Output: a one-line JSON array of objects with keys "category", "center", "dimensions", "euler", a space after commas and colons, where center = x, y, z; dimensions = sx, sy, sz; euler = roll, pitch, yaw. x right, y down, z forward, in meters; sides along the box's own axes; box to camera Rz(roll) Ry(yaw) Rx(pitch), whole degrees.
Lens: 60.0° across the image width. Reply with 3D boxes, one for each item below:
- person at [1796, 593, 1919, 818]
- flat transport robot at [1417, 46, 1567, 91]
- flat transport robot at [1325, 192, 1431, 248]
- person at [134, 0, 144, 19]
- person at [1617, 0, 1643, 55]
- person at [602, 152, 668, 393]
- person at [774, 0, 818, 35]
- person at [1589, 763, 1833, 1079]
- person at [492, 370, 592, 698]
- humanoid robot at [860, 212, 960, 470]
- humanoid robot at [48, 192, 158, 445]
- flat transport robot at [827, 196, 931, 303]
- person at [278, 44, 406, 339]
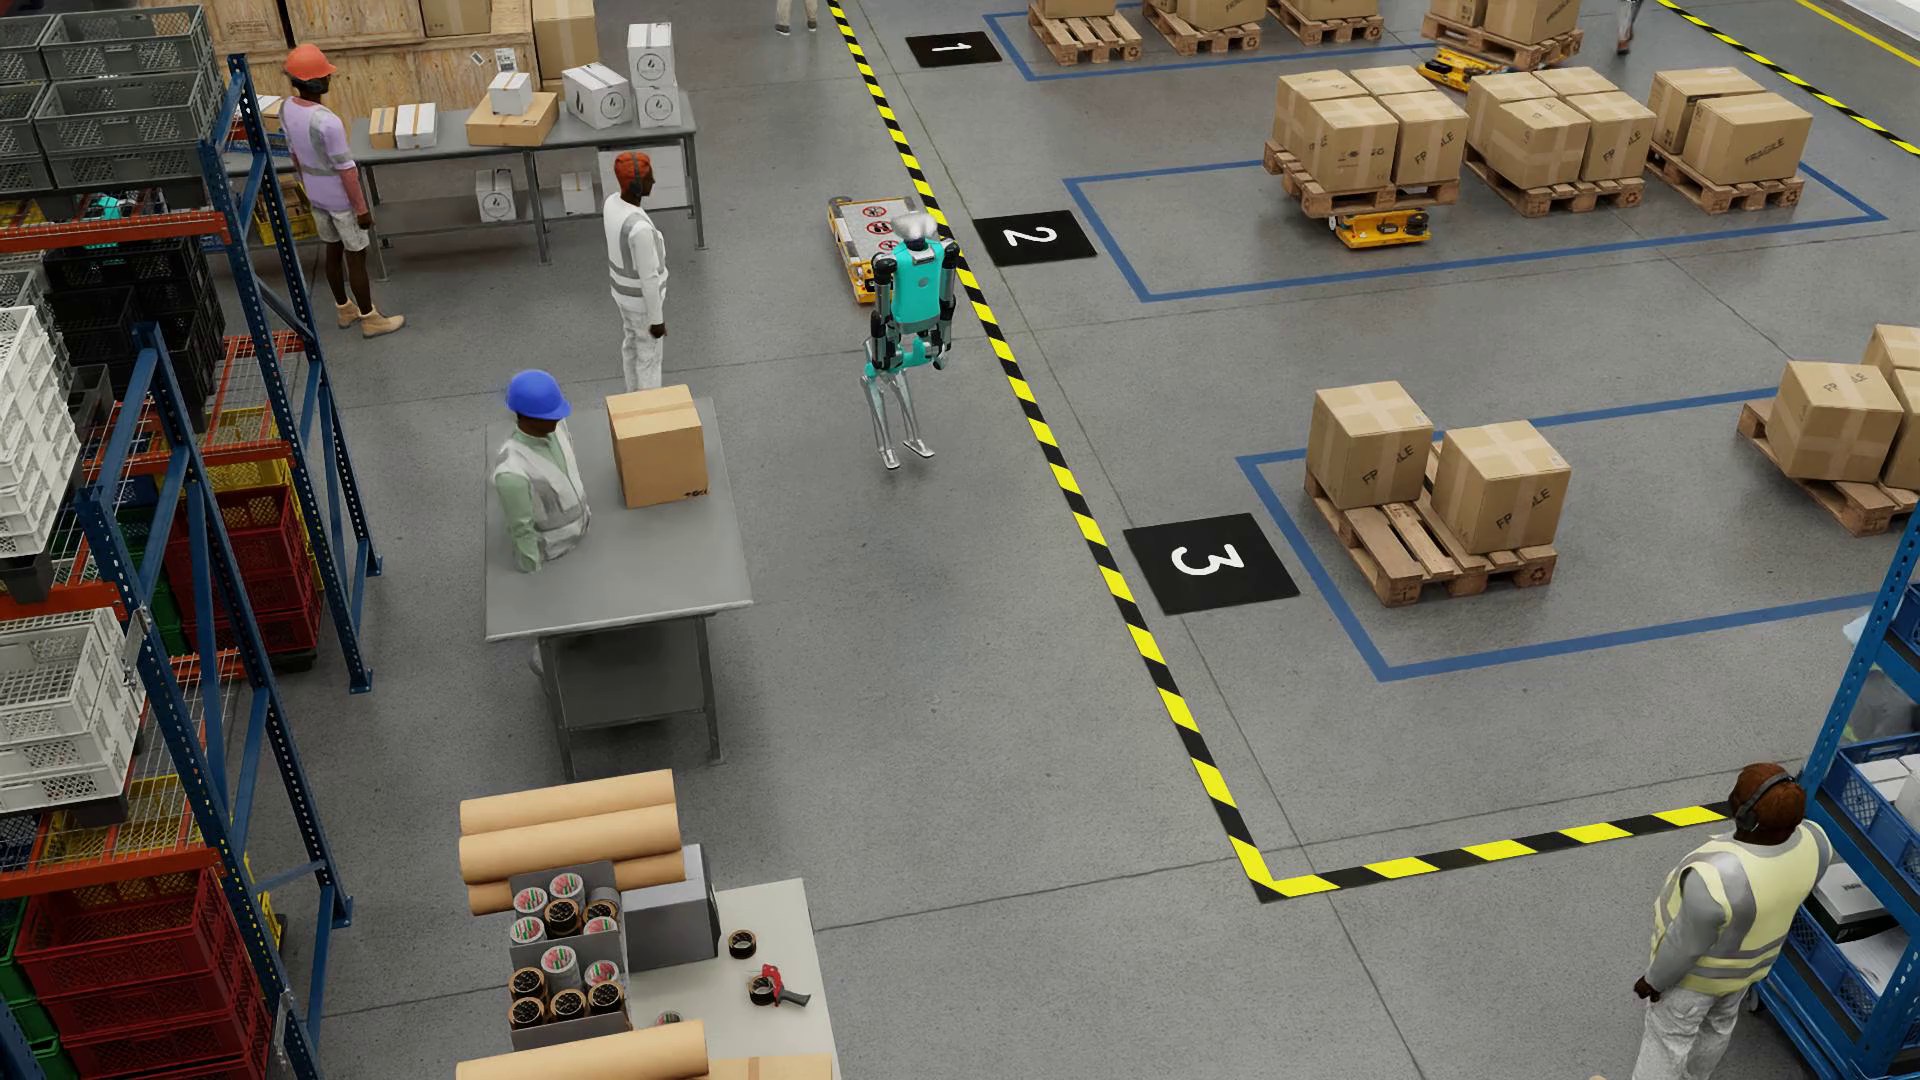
[{"category": "person", "center": [3.770, 0.932, 7.014], "dimensions": [0.964, 1.797, 0.613], "euler": [3, 37, 5]}, {"category": "flat transport robot", "center": [5.025, -4.552, 15.648], "dimensions": [1.431, 0.197, 0.652], "euler": [-26, 44, -30]}, {"category": "flat transport robot", "center": [3.134, -2.740, 13.213], "dimensions": [0.652, 0.197, 1.431], "euler": [-8, 37, -10]}, {"category": "person", "center": [-7.769, -5.823, 16.143], "dimensions": [1.000, 1.754, 0.594], "euler": [-5, 37, -7]}, {"category": "person", "center": [6.500, -5.545, 15.699], "dimensions": [0.603, 1.826, 0.987], "euler": [7, 37, 9]}, {"category": "person", "center": [-1.950, -1.485, 10.200], "dimensions": [0.338, 1.882, 0.571], "euler": [-20, 41, -25]}, {"category": "person", "center": [-1.641, -5.792, 16.078], "dimensions": [0.566, 1.769, 0.397], "euler": [-13, 38, -16]}, {"category": "person", "center": [2.770, 1.528, 6.183], "dimensions": [0.622, 1.844, 0.429], "euler": [-18, 40, -22]}, {"category": "person", "center": [-1.990, 0.019, 8.135], "dimensions": [0.517, 1.937, 0.619], "euler": [7, 37, 10]}, {"category": "humanoid robot", "center": [-0.369, -1.248, 9.885], "dimensions": [0.533, 1.681, 0.735], "euler": [-18, 40, -22]}, {"category": "humanoid robot", "center": [-5.082, -1.313, 10.006], "dimensions": [0.532, 1.691, 0.733], "euler": [-5, 37, -6]}, {"category": "flat transport robot", "center": [-0.570, -2.220, 12.538], "dimensions": [0.659, 0.231, 1.431], "euler": [-8, 37, -10]}, {"category": "person", "center": [-4.193, -2.329, 11.199], "dimensions": [0.609, 2.043, 0.372], "euler": [24, 43, 29]}]
